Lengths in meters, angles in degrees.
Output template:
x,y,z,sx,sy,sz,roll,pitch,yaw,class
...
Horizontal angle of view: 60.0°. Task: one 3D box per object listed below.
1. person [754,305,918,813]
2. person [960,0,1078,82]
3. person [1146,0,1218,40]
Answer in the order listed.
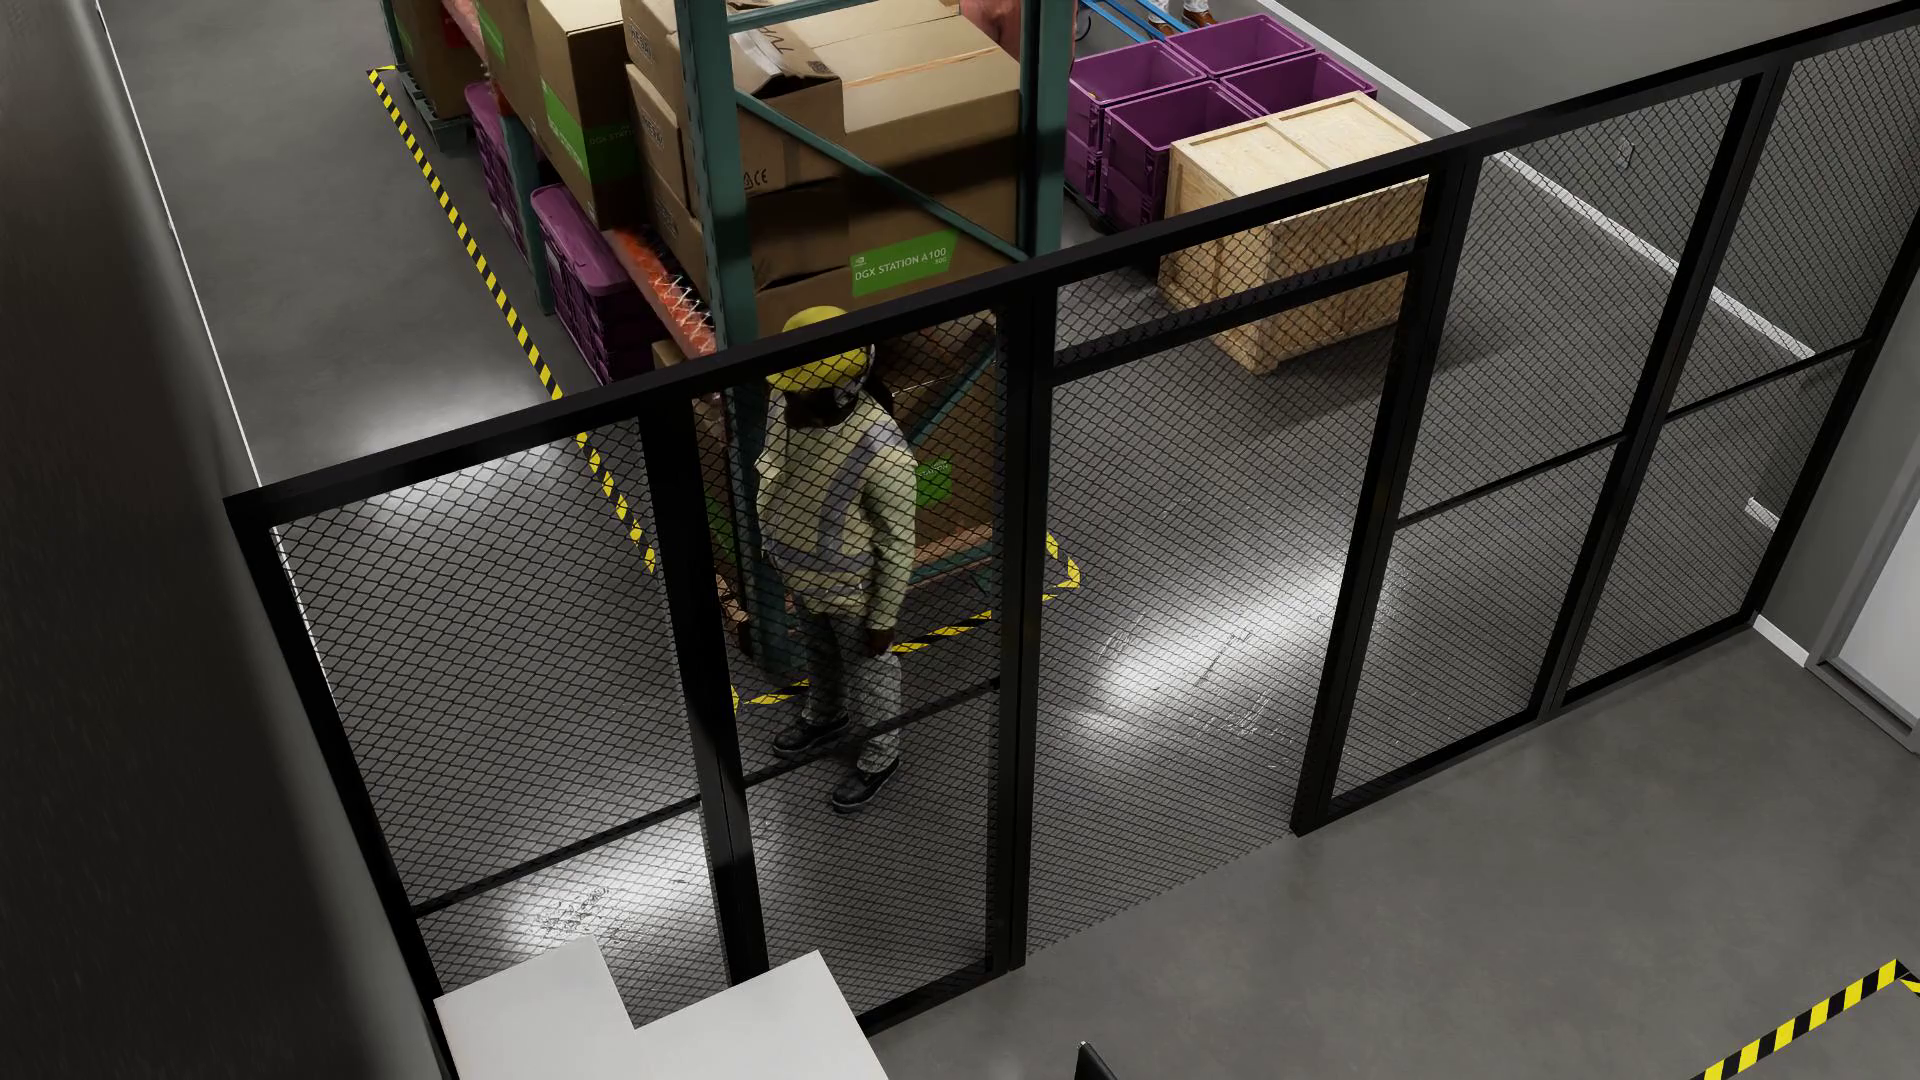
x,y,z,sx,sy,sz,roll,pitch,yaw,class
-0.381,0.074,4.940,0.404,1.836,0.586,-30,50,-29,person
0.215,-1.810,6.883,0.611,1.996,0.378,-31,51,-29,person
1.274,-3.623,8.908,0.635,1.938,0.359,-22,47,-22,person
